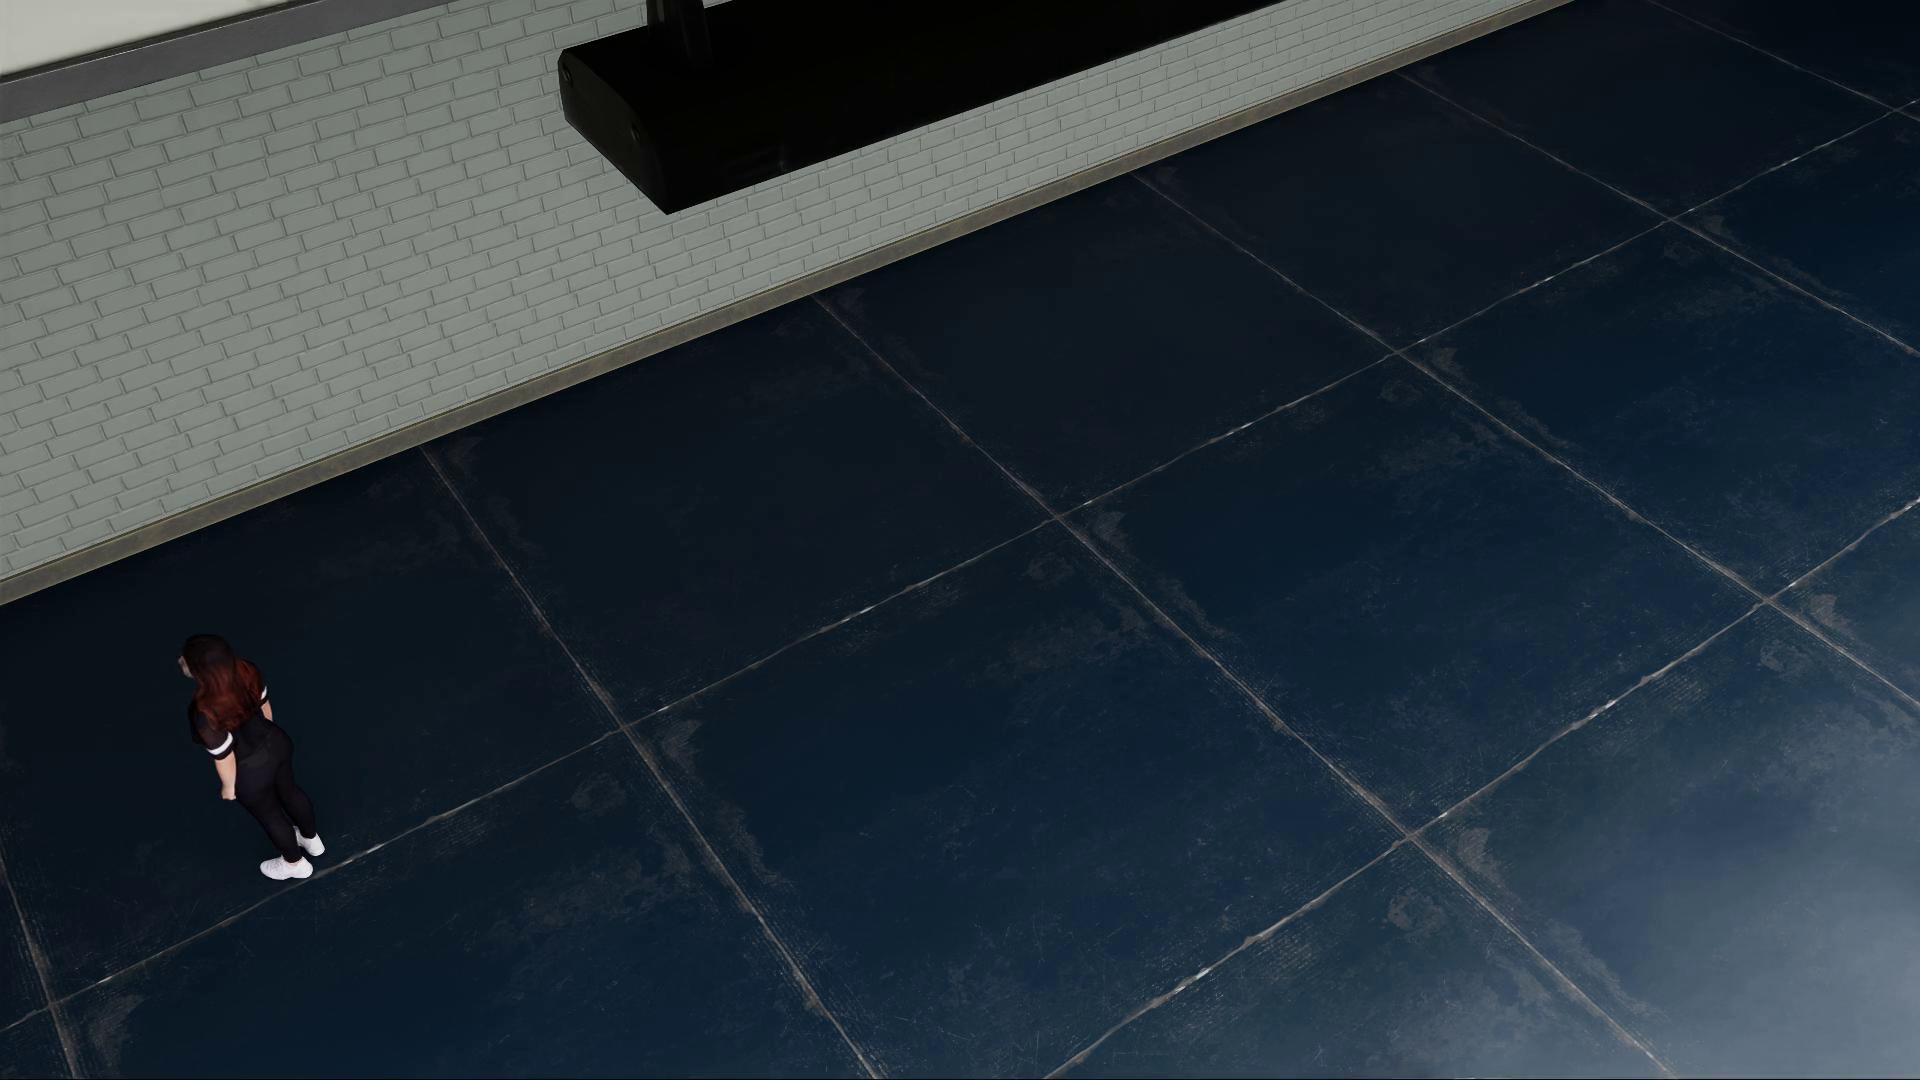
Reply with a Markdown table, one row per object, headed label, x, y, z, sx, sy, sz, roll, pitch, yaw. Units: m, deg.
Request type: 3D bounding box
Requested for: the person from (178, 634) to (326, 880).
| label | x | y | z | sx | sy | sz | roll | pitch | yaw |
| --- | --- | --- | --- | --- | --- | --- | --- | --- | --- |
| person | -3.374 | 1.036 | 7.931 | 0.764 | 1.637 | 0.713 | 10 | 44 | 10 |
